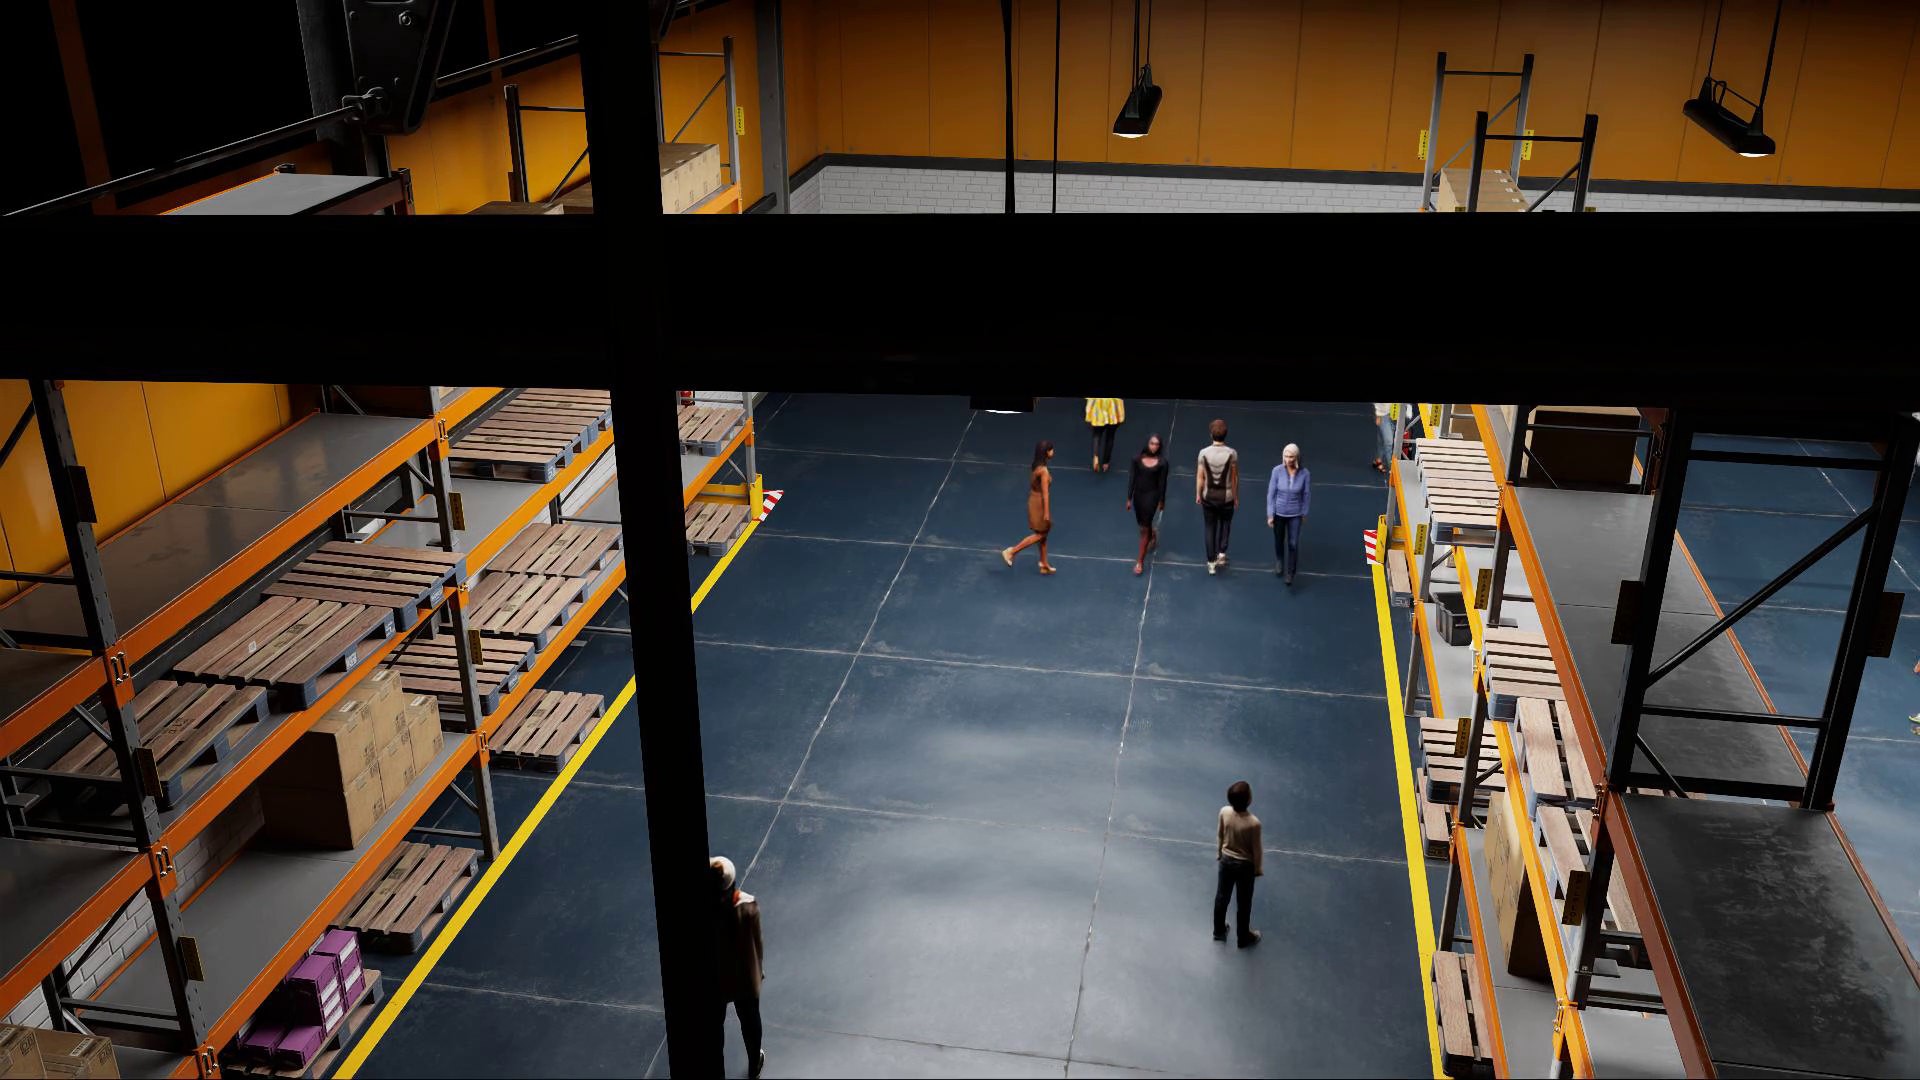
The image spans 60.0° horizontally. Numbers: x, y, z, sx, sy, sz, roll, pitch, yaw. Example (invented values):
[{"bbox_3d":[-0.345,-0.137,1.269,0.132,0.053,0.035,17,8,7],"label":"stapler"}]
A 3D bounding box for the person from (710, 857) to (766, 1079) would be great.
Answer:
[{"bbox_3d":[-1.640,3.008,11.694,0.783,1.890,0.792,-5,24,-11],"label":"person"}]

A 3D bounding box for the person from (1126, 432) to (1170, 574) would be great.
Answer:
[{"bbox_3d":[2.258,-0.498,19.979,0.788,1.679,1.206,10,26,22],"label":"person"}]

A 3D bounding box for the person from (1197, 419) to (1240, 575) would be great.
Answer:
[{"bbox_3d":[3.042,-0.472,19.677,0.659,1.874,0.654,5,24,10],"label":"person"}]

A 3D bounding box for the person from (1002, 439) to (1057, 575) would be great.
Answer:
[{"bbox_3d":[0.855,-0.355,19.681,0.822,1.655,0.902,-1,24,-3],"label":"person"}]

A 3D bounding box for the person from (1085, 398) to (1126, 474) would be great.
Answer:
[{"bbox_3d":[1.968,-1.652,22.666,0.695,1.642,0.837,4,24,9],"label":"person"}]

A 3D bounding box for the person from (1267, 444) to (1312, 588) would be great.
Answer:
[{"bbox_3d":[3.850,-0.348,19.610,0.712,1.700,1.094,6,24,13],"label":"person"}]

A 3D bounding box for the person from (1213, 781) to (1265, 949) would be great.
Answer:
[{"bbox_3d":[2.200,2.569,13.230,0.632,1.465,0.644,17,29,34],"label":"person"}]
